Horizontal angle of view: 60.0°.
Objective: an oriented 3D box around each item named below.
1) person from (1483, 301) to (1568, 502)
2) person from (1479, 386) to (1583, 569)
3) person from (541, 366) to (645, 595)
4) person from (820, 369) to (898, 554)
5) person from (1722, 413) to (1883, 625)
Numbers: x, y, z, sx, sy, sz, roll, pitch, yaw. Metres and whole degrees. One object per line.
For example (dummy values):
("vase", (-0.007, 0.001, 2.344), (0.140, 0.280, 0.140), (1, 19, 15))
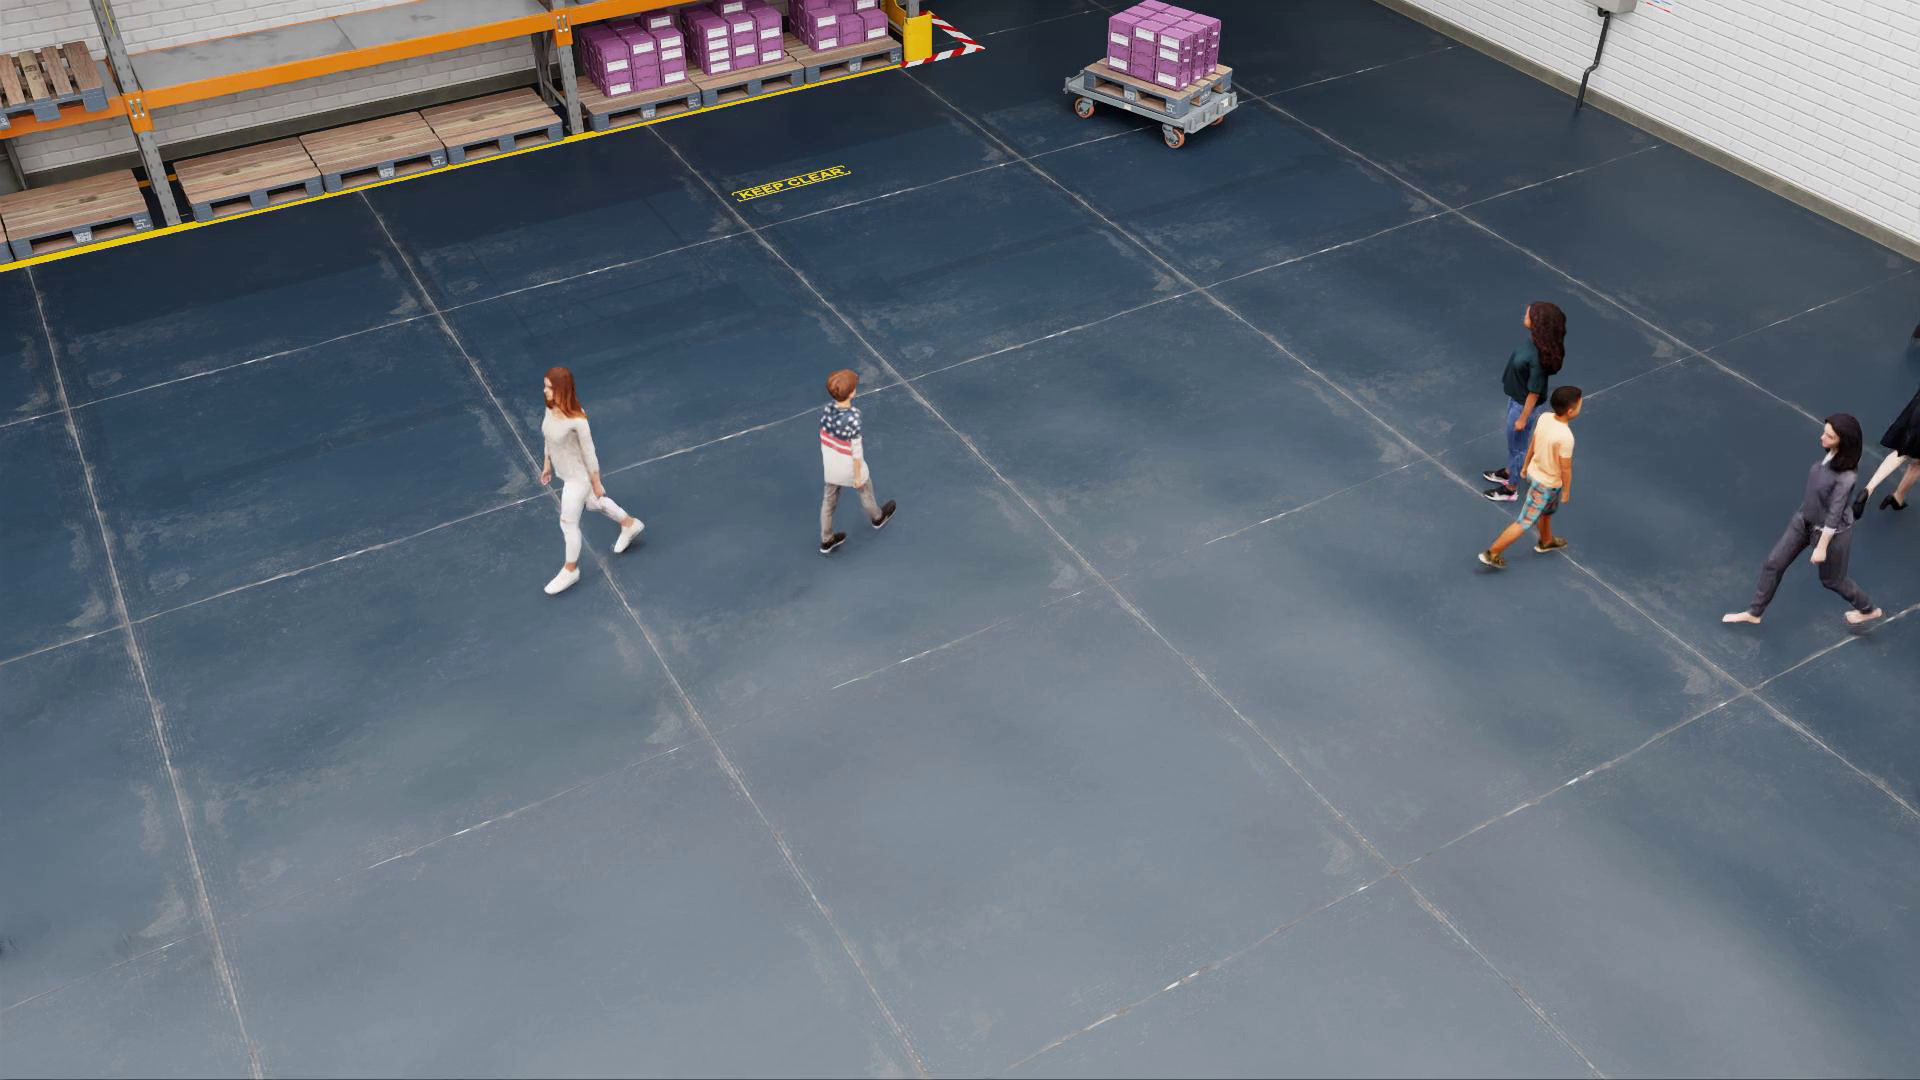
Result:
("person", (4.072, -0.997, 11.962), (0.770, 1.615, 0.705), (11, 40, 14))
("person", (3.927, -0.398, 11.353), (1.031, 1.440, 0.715), (-9, 39, -11))
("person", (-2.535, -0.488, 11.272), (1.108, 1.680, 0.692), (-26, 45, -29))
("person", (-0.849, -0.505, 11.511), (0.755, 1.409, 0.962), (26, 45, 28))
("person", (5.653, -0.052, 10.717), (1.250, 1.693, 1.058), (4, 39, 4))
